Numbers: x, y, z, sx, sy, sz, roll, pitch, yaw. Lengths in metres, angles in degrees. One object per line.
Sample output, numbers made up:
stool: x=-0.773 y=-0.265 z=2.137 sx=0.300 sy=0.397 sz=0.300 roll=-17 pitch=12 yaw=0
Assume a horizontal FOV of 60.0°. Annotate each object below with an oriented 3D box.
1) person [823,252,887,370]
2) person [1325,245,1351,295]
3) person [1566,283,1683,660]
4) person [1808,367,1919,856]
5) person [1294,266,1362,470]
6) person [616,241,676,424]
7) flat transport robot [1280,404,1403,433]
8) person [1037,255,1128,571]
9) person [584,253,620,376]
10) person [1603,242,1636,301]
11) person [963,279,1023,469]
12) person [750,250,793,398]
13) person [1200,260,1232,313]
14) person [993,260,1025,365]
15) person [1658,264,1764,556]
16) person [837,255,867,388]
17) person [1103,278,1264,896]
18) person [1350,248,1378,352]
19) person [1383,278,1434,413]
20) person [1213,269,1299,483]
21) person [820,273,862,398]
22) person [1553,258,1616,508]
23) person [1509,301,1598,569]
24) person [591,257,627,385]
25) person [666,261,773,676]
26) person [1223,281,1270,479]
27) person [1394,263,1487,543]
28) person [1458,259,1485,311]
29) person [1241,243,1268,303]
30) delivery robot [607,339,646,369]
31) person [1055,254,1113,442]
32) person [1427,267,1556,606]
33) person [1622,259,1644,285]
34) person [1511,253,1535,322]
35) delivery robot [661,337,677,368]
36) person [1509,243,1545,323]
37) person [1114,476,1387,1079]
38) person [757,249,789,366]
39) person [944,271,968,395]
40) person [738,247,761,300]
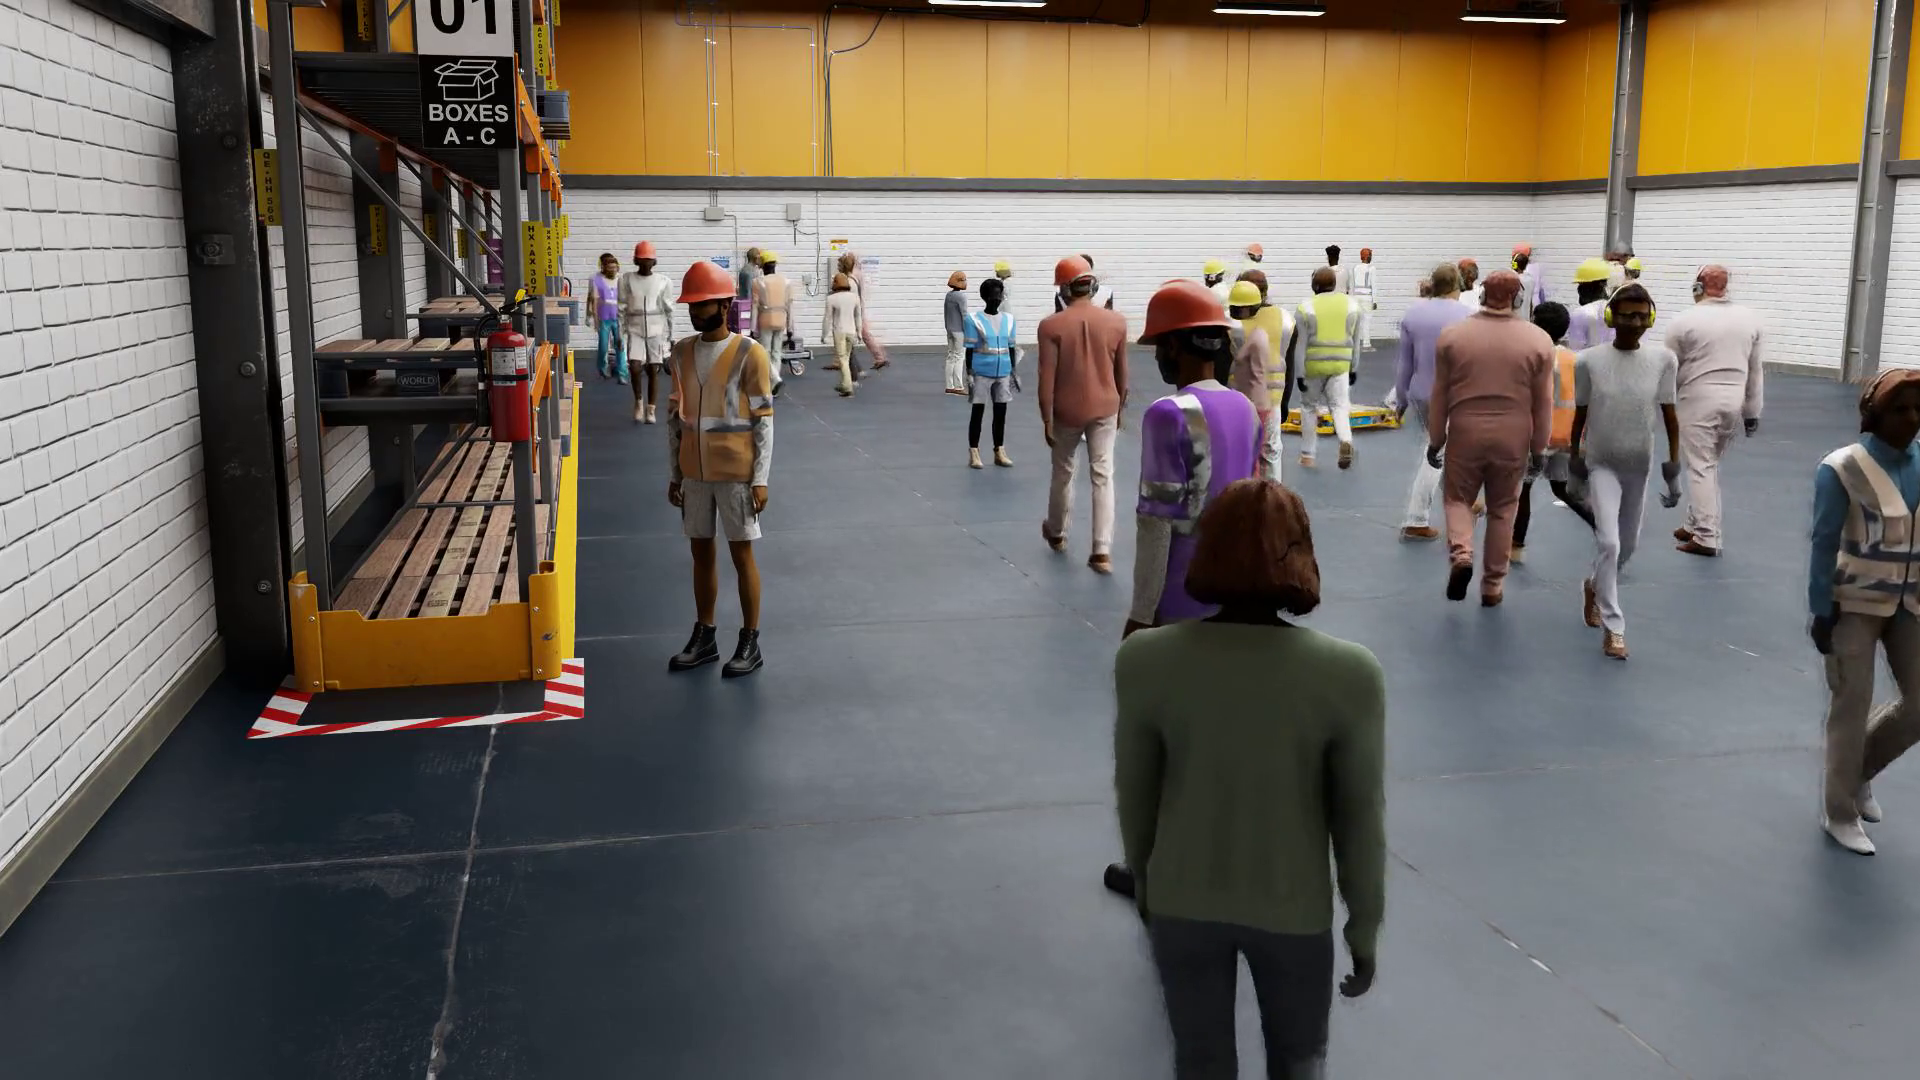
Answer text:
person: x=-1.628 y=-3.591 z=26.144 sx=0.998 sy=1.857 sz=0.629 roll=-2 pitch=10 yaw=-10
person: x=5.696 y=-3.519 z=25.418 sx=0.613 sy=1.959 sz=0.370 roll=-7 pitch=12 yaw=-34
person: x=3.324 y=-0.375 z=8.371 sx=0.528 sy=1.838 sz=0.880 roll=1 pitch=10 yaw=8
person: x=3.062 y=0.239 z=5.532 sx=0.534 sy=1.624 sz=0.369 roll=-1 pitch=10 yaw=-7
person: x=3.247 y=-1.509 z=14.693 sx=0.631 sy=1.816 sz=0.763 roll=-1 pitch=10 yaw=-3
person: x=-3.448 y=-2.268 z=18.312 sx=0.655 sy=2.021 sz=0.598 roll=-2 pitch=11 yaw=-13
flat transport robot: x=4.039 y=-1.309 z=17.861 sx=1.431 sy=0.197 sz=0.652 roll=-8 pitch=13 yaw=-36
person: x=0.767 y=-0.818 z=10.510 sx=0.626 sy=1.925 sz=1.052 roll=-2 pitch=10 yaw=-9
person: x=-5.350 y=-3.372 z=24.927 sx=0.560 sy=1.844 sz=0.547 roll=-1 pitch=10 yaw=-7
person: x=9.714 y=-3.423 z=24.674 sx=0.541 sy=2.000 sz=0.690 roll=-1 pitch=10 yaw=-6
person: x=0.277 y=-1.491 z=14.909 sx=0.573 sy=1.700 sz=0.317 roll=-6 pitch=12 yaw=-28
person: x=-2.404 y=-2.757 z=21.348 sx=0.607 sy=1.906 sz=0.563 roll=-6 pitch=12 yaw=-32
person: x=2.979 y=-2.430 z=19.861 sx=0.787 sy=1.797 sz=0.594 roll=5 pitch=11 yaw=24
person: x=0.737 y=-3.567 z=26.329 sx=0.457 sy=1.728 sz=0.503 roll=0 pitch=10 yaw=-1
person: x=4.845 y=-0.861 z=10.940 sx=0.681 sy=1.868 sz=0.804 roll=-2 pitch=10 yaw=-12
person: x=-1.557 y=-3.013 z=22.997 sx=0.410 sy=1.830 sz=0.524 roll=2 pitch=10 yaw=10
person: x=0.694 y=0.160 z=5.166 sx=0.390 sy=1.922 sz=0.551 roll=8 pitch=13 yaw=39
person: x=7.399 y=-4.384 z=30.435 sx=0.356 sy=1.883 sz=0.574 roll=-8 pitch=13 yaw=-37
person: x=5.366 y=-2.244 z=19.335 sx=0.835 sy=1.603 sz=0.520 roll=7 pitch=12 yaw=34
person: x=2.012 y=-0.951 z=11.544 sx=0.623 sy=1.839 sz=0.429 roll=-3 pitch=11 yaw=-16
person: x=-1.578 y=-2.674 z=21.711 sx=0.522 sy=1.600 sz=0.752 roll=-7 pitch=12 yaw=-33
person: x=4.745 y=-1.137 z=12.388 sx=0.587 sy=1.910 sz=0.576 roll=-7 pitch=12 yaw=-34
person: x=3.719 y=-0.640 z=10.298 sx=0.533 sy=1.674 sz=0.749 roll=-10 pitch=14 yaw=-44
person: x=-4.989 y=-3.119 z=23.644 sx=0.576 sy=1.812 sz=0.798 roll=-5 pitch=11 yaw=-25
person: x=-1.146 y=-0.323 z=7.783 sx=0.553 sy=1.935 sz=0.362 roll=5 pitch=11 yaw=25
person: x=1.942 y=-0.894 z=11.435 sx=0.361 sy=1.757 sz=0.570 roll=-2 pitch=10 yaw=-11
person: x=3.376 y=-0.944 z=11.390 sx=1.034 sy=1.867 sz=0.691 roll=-8 pitch=13 yaw=-39
person: x=5.362 y=-2.060 z=17.715 sx=0.593 sy=1.824 sz=1.007 roll=-1 pitch=10 yaw=-3
person: x=5.061 y=-4.045 z=28.308 sx=0.925 sy=1.960 sz=0.608 roll=-2 pitch=10 yaw=-13
delivery robot: x=-4.920 y=-2.766 z=24.888 sx=0.477 sy=0.478 sz=0.707 roll=9 pitch=14 yaw=42
person: x=1.259 y=-1.891 z=16.625 sx=0.595 sy=1.889 sz=0.851 roll=-1 pitch=10 yaw=-4
person: x=2.920 y=-0.549 z=9.168 sx=0.662 sy=1.888 sz=0.493 roll=3 pitch=11 yaw=18
person: x=9.780 y=-3.224 z=24.340 sx=0.330 sy=1.765 sz=0.533 roll=0 pitch=10 yaw=-1
person: x=7.390 y=-2.865 z=22.056 sx=0.528 sy=1.869 sz=0.313 roll=-7 pitch=12 yaw=-33
delivery robot: x=-4.424 y=-2.862 z=25.422 sx=0.477 sy=0.478 sz=0.707 roll=6 pitch=12 yaw=32
person: x=8.733 y=-3.581 z=25.672 sx=0.641 sy=1.994 sz=0.534 roll=-9 pitch=14 yaw=-42
person: x=0.522 y=0.689 z=3.070 sx=0.500 sy=1.616 sz=0.375 roll=2 pitch=10 yaw=13
person: x=-3.106 y=-3.684 z=26.536 sx=0.998 sy=1.881 sz=0.560 roll=-8 pitch=13 yaw=-37
person: x=-0.030 y=-2.720 z=21.904 sx=0.266 sy=1.632 sz=0.509 roll=-6 pitch=12 yaw=-30
person: x=-3.280 y=-3.650 z=26.273 sx=0.564 sy=1.914 sz=0.641 roll=-4 pitch=11 yaw=-20
